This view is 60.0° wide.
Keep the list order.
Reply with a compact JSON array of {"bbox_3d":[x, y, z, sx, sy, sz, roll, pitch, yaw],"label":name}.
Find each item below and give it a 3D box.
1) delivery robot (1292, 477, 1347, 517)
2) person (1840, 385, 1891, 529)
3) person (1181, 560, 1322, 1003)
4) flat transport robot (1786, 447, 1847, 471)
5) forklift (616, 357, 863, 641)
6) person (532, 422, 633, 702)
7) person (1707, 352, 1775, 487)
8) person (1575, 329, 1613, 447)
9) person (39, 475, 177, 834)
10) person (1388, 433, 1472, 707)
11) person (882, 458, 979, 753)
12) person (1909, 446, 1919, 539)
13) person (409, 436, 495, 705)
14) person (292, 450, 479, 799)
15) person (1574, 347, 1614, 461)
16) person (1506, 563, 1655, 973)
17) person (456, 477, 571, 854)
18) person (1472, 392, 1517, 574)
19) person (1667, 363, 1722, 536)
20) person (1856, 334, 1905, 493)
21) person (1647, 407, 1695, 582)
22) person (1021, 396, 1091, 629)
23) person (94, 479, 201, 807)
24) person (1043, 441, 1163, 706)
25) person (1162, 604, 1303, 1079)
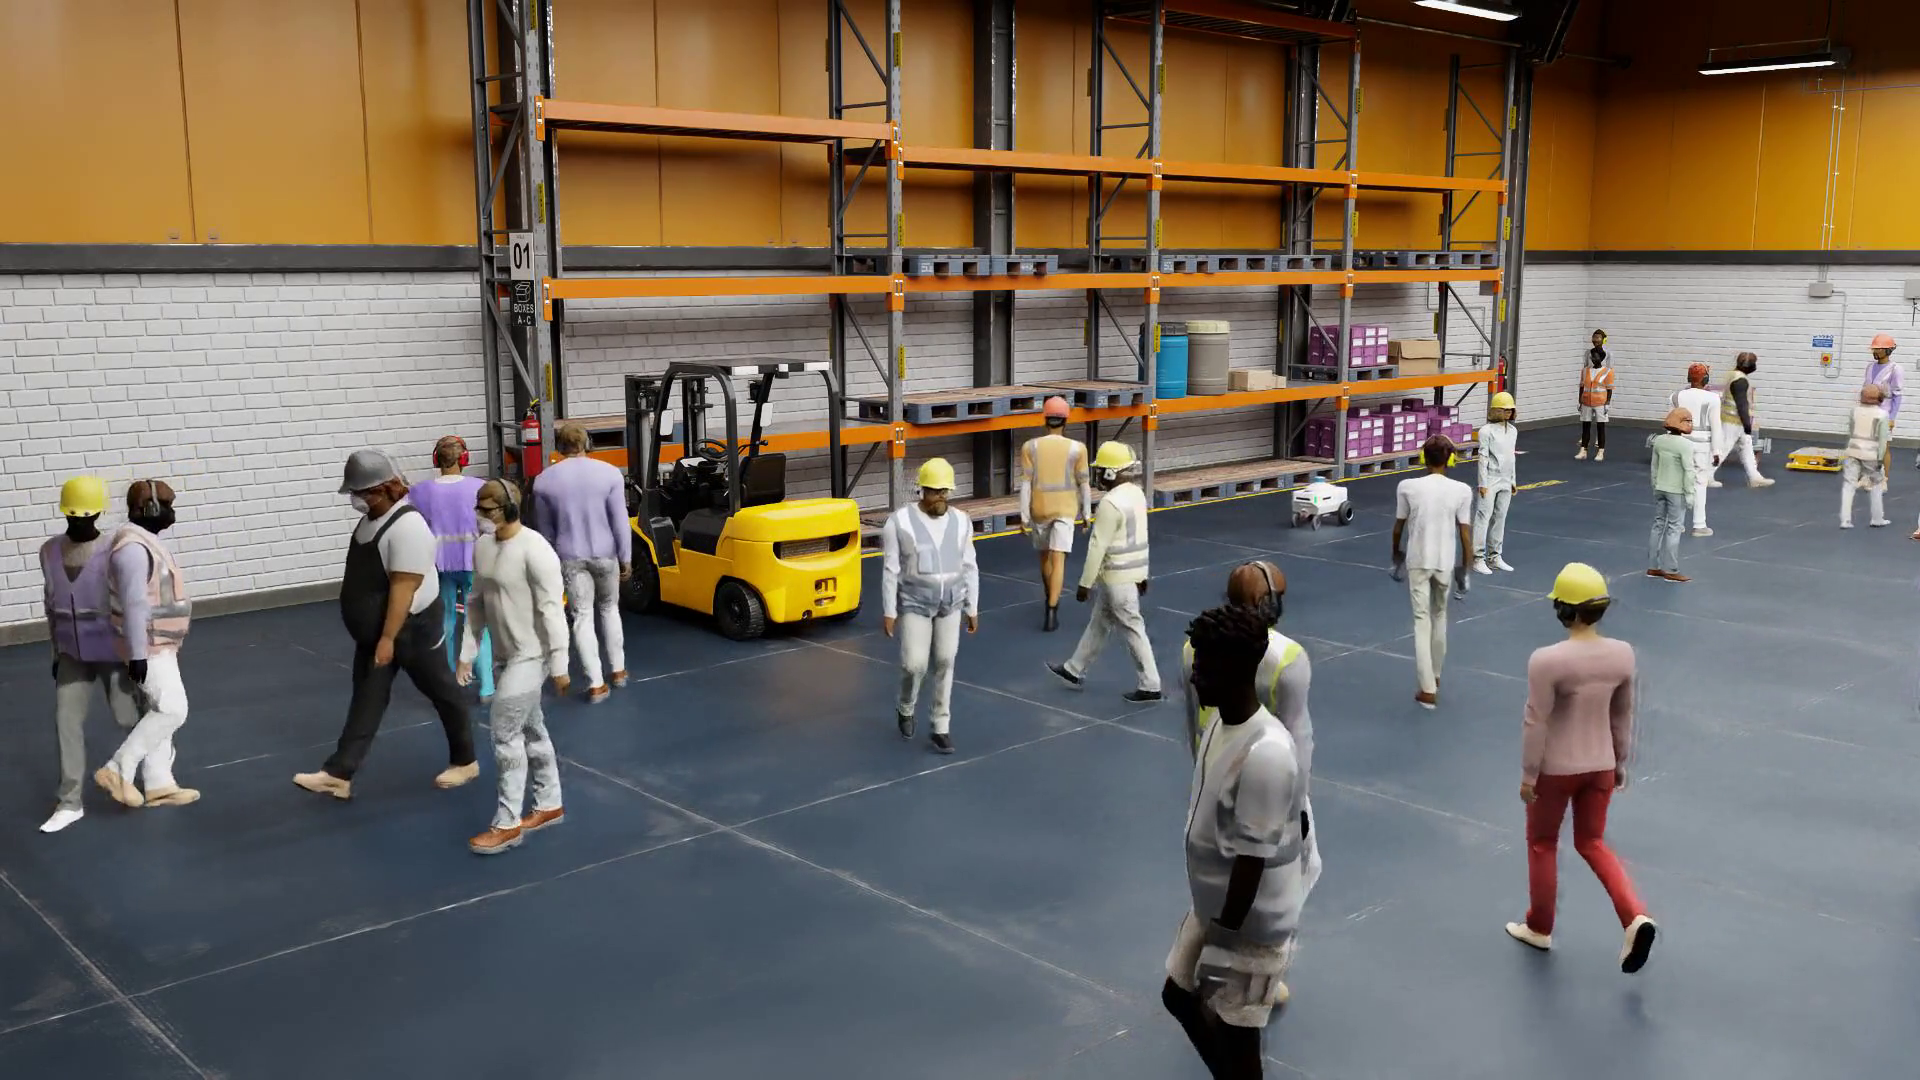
[{"bbox_3d":[4.046,-0.470,18.698,0.477,0.478,0.707,9,13,43],"label":"delivery robot"},{"bbox_3d":[10.134,-0.921,18.532,0.747,1.606,0.525,-6,11,-31],"label":"person"},{"bbox_3d":[1.178,0.988,6.711,0.451,1.828,0.660,-8,12,-39],"label":"person"},{"bbox_3d":[12.380,-1.169,23.898,0.652,0.197,1.431,7,12,37],"label":"flat transport robot"},{"bbox_3d":[-1.847,-0.414,13.852,1.214,2.155,2.313,-9,13,-42],"label":"forklift"},{"bbox_3d":[-2.603,0.136,11.541,0.665,1.877,0.845,-2,10,-12],"label":"person"},{"bbox_3d":[10.201,-1.566,21.799,0.889,1.798,0.634,5,11,26],"label":"person"},{"bbox_3d":[10.142,-2.425,26.563,0.328,1.877,0.513,-9,13,-43],"label":"person"},{"bbox_3d":[-4.667,0.562,9.069,0.586,1.887,0.917,1,10,8],"label":"person"},{"bbox_3d":[3.216,0.183,11.436,0.493,1.833,0.841,1,10,5],"label":"person"},{"bbox_3d":[-0.173,0.397,10.184,0.620,1.818,0.422,-4,11,-23],"label":"person"},{"bbox_3d":[10.466,-0.910,17.710,0.328,1.872,0.513,-9,13,-43],"label":"person"},{"bbox_3d":[-3.382,0.221,11.181,0.563,1.837,0.389,-2,10,-11],"label":"person"},{"bbox_3d":[-3.187,0.444,9.278,0.698,2.000,1.042,9,14,44],"label":"person"},{"bbox_3d":[9.428,-2.020,24.712,0.318,1.697,0.535,-9,13,-43],"label":"person"},{"bbox_3d":[2.646,0.970,7.066,0.526,1.746,0.664,-3,10,-18],"label":"person"},{"bbox_3d":[-2.361,0.635,8.533,0.796,1.911,0.634,-9,13,-43],"label":"person"},{"bbox_3d":[5.164,-0.548,15.958,0.484,1.744,0.296,-6,11,-31],"label":"person"},{"bbox_3d":[7.977,-0.980,18.080,0.355,1.882,0.575,-9,13,-41],"label":"person"},{"bbox_3d":[11.790,-1.624,21.379,0.373,2.044,0.606,-2,10,-14],"label":"person"},{"bbox_3d":[6.680,-0.430,15.590,0.270,1.631,0.507,-3,10,-17],"label":"person"},{"bbox_3d":[0.796,-0.245,13.785,0.568,1.880,1.014,2,10,10],"label":"person"},{"bbox_3d":[-4.445,0.582,9.116,0.455,1.823,0.654,-3,10,-17],"label":"person"},{"bbox_3d":[0.990,0.218,11.344,0.954,1.776,0.618,4,10,22],"label":"person"},{"bbox_3d":[0.855,1.167,5.290,0.438,1.955,0.635,-2,10,-9],"label":"person"}]
